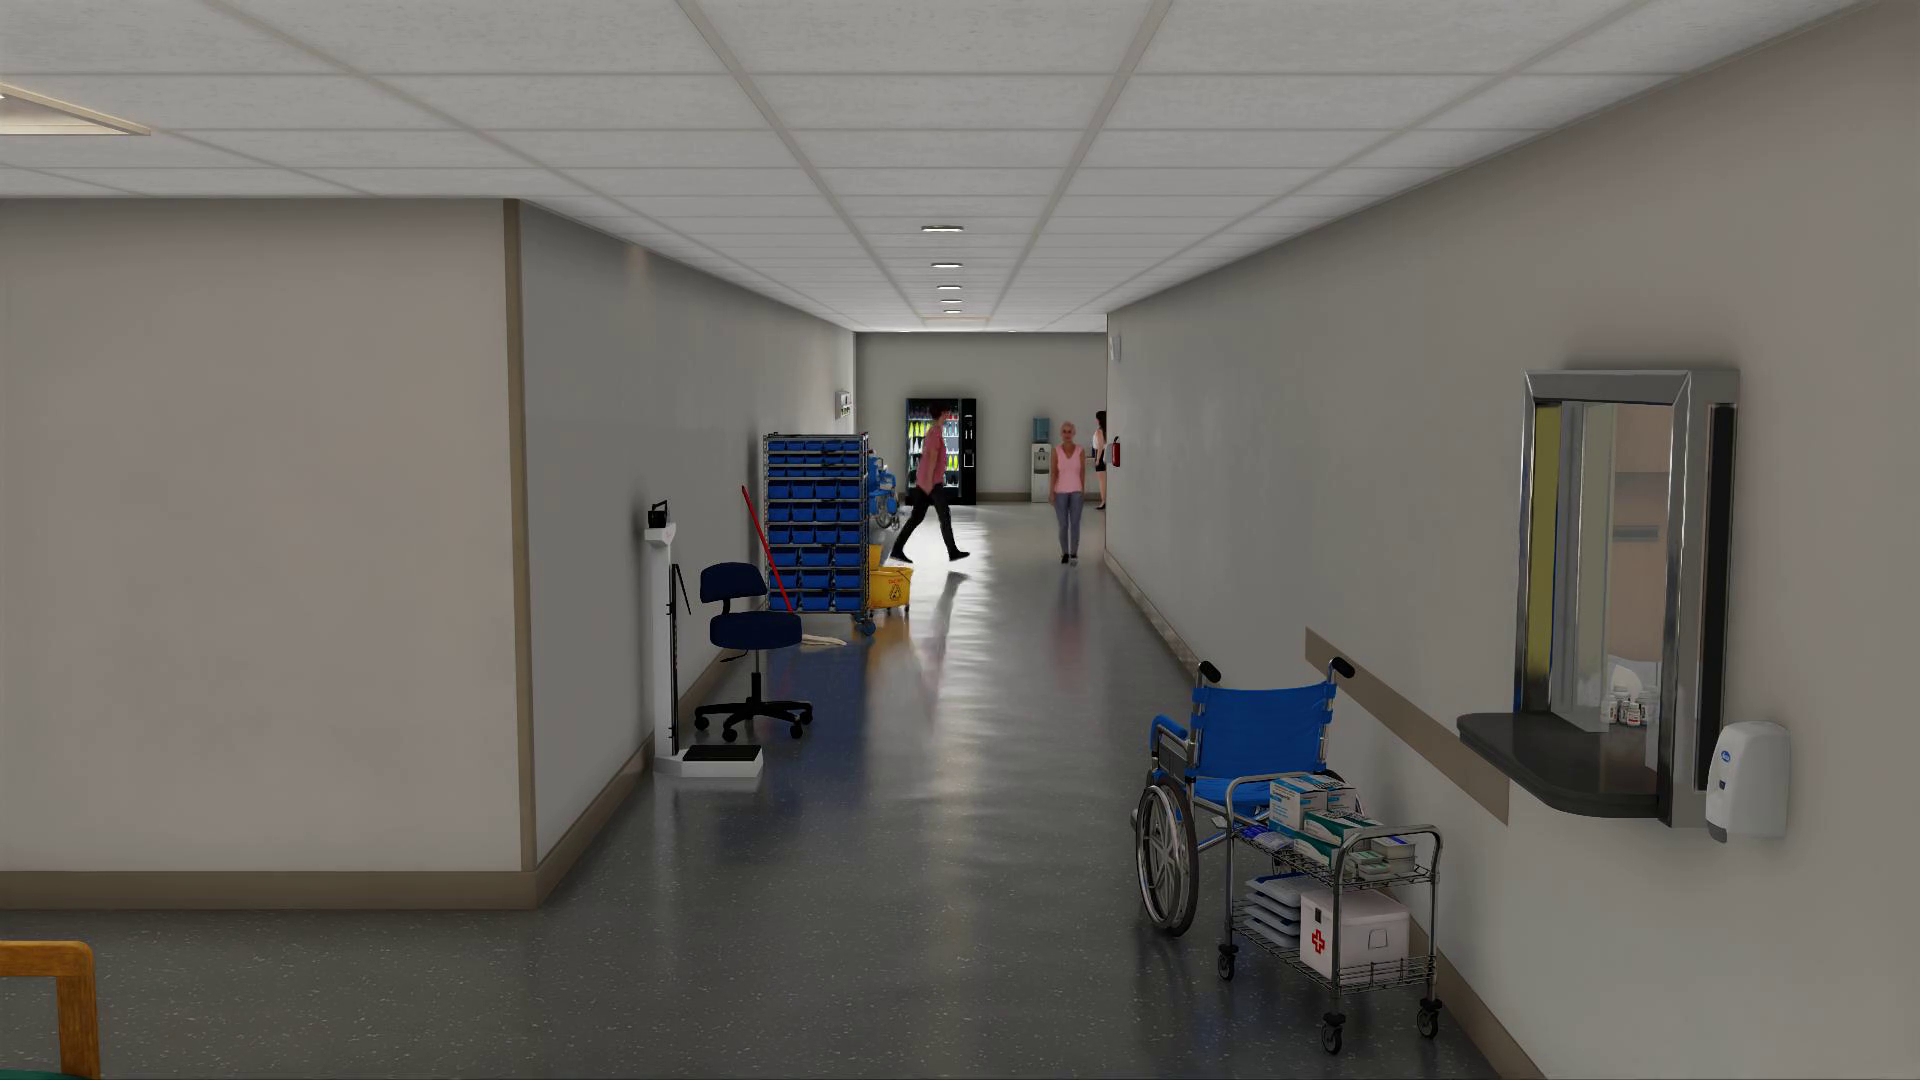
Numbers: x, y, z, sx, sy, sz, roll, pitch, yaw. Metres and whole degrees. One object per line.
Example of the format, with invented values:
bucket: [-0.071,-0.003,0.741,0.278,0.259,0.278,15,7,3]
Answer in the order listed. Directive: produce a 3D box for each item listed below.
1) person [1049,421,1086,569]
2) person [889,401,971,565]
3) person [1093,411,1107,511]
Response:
person: [1.267,-0.517,19.429,1.000,1.689,0.686,1,6,5]
person: [-0.440,-0.625,19.487,1.315,1.892,0.961,-1,6,-12]
person: [2.391,-1.333,27.740,0.665,1.648,0.639,3,7,31]
